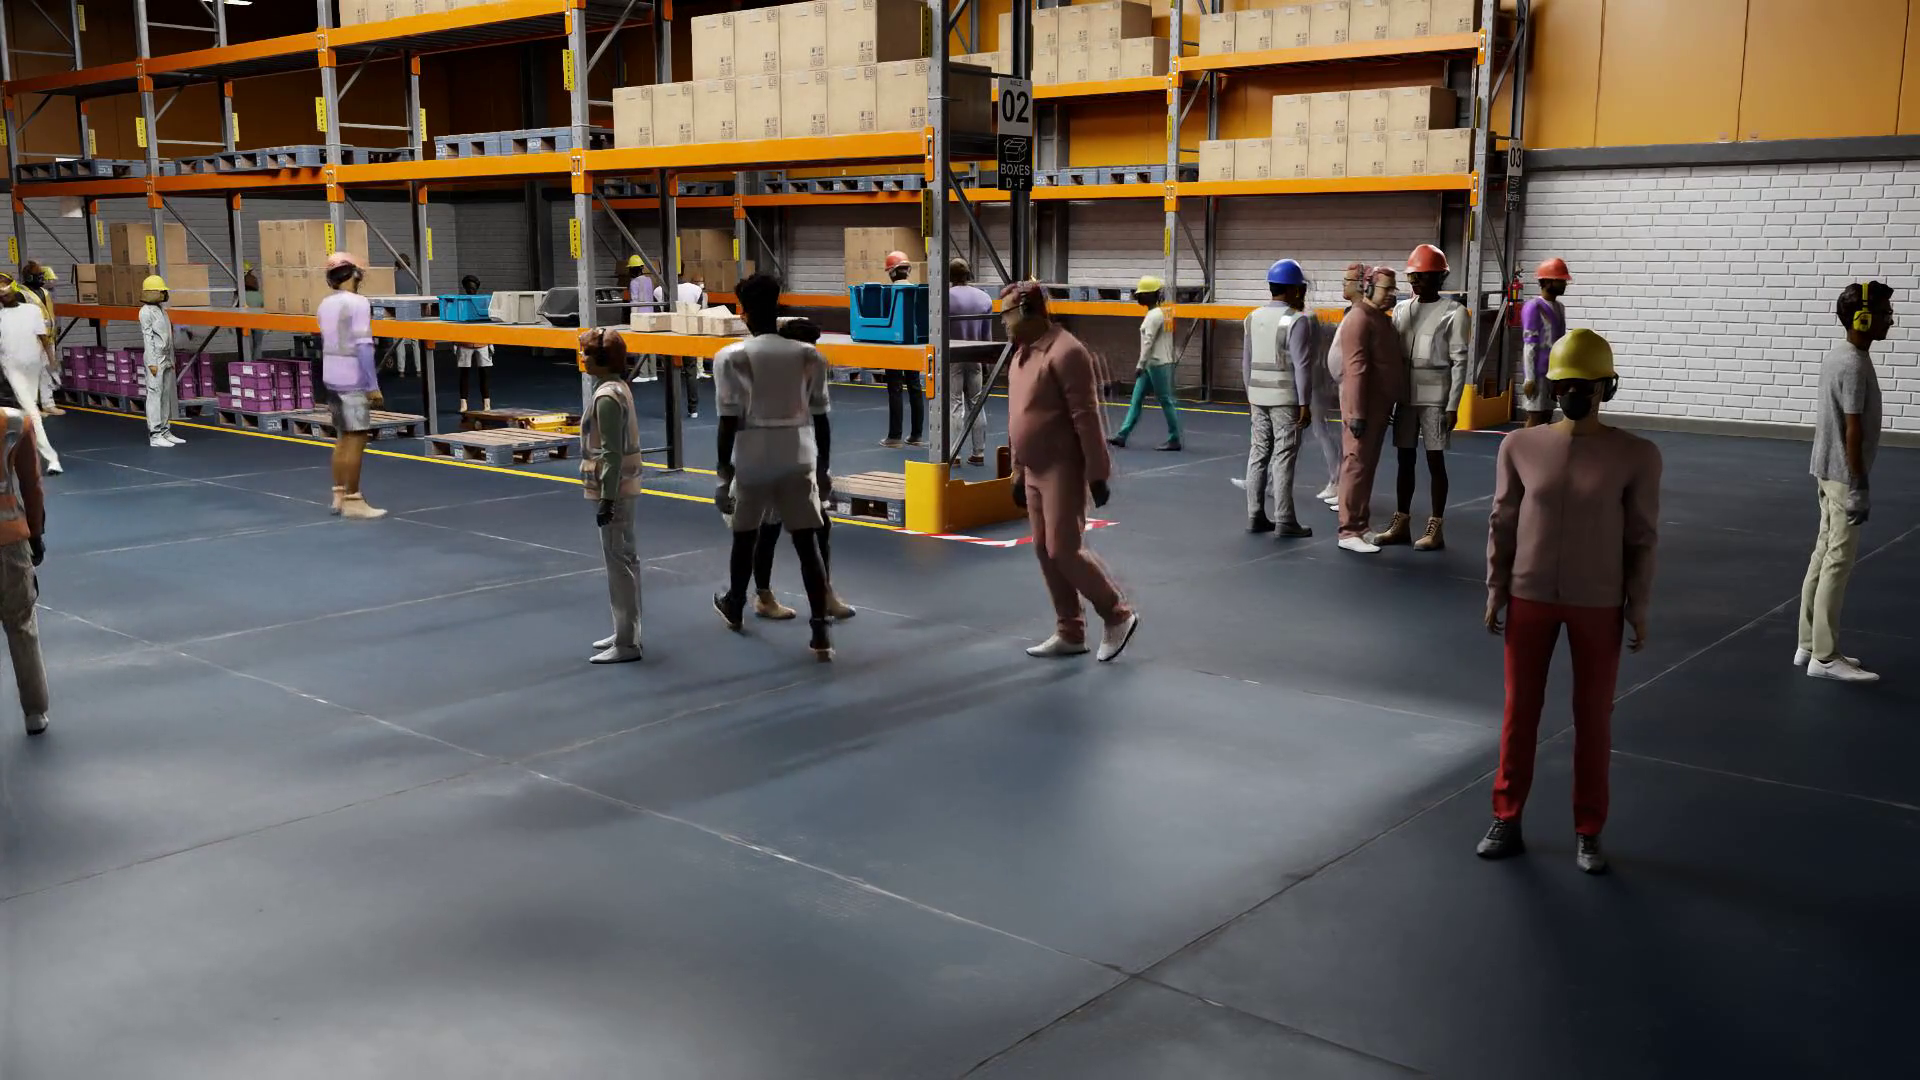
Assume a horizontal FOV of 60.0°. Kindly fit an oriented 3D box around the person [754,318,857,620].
[{"bbox_3d":[-0.863,-0.357,8.904,0.696,1.649,0.567,6,12,31],"label":"person"}]

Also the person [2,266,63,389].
[{"bbox_3d":[-12.957,-2.939,23.272,0.945,1.787,0.604,-3,10,-18],"label":"person"}]

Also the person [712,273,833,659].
[{"bbox_3d":[-0.968,-0.394,8.437,0.657,1.882,1.100,-4,11,-23],"label":"person"}]

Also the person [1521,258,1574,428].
[{"bbox_3d":[5.019,-1.431,14.233,0.572,1.934,0.404,-10,14,-44],"label":"person"}]

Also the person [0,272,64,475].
[{"bbox_3d":[-8.333,-1.465,14.821,0.855,1.810,0.529,6,12,32],"label":"person"}]

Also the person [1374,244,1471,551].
[{"bbox_3d":[3.101,-0.949,11.180,0.374,2.044,0.606,-8,13,-40],"label":"person"}]

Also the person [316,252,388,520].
[{"bbox_3d":[-4.583,-1.153,12.499,0.689,1.994,0.426,9,14,43],"label":"person"}]

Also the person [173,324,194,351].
[{"bbox_3d":[-10.996,-3.008,23.388,1.011,1.891,0.574,2,10,8],"label":"person"}]

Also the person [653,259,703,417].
[{"bbox_3d":[-3.354,-2.406,19.871,0.582,1.911,0.391,-2,10,-11],"label":"person"}]

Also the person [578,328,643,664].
[{"bbox_3d":[-1.706,-0.217,8.157,0.309,1.639,0.523,-1,10,-7],"label":"person"}]

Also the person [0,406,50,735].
[{"bbox_3d":[-4.006,0.021,6.795,0.514,1.644,0.307,-9,14,-42],"label":"person"}]

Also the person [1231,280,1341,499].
[{"bbox_3d":[2.722,-1.232,13.469,0.944,1.810,0.480,-1,10,-8],"label":"person"}]

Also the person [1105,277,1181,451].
[{"bbox_3d":[1.825,-1.743,16.581,0.865,1.724,0.542,0,10,0],"label":"person"}]

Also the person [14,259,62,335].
[{"bbox_3d":[-13.511,-3.163,24.275,0.791,1.873,0.681,10,14,43],"label":"person"}]

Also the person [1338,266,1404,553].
[{"bbox_3d":[2.767,-0.876,11.171,0.399,1.903,0.643,5,11,28],"label":"person"}]

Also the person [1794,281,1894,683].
[{"bbox_3d":[4.188,-0.274,7.833,0.328,1.870,0.510,3,10,14],"label":"person"}]

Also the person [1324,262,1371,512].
[{"bbox_3d":[3.039,-1.174,12.838,0.409,1.913,0.642,1,10,7],"label":"person"}]

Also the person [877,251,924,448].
[{"bbox_3d":[-0.601,-1.932,16.917,0.609,1.992,0.386,-7,12,-37],"label":"person"}]

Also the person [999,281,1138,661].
[{"bbox_3d":[0.497,-0.328,8.169,0.606,1.863,0.694,-4,11,-21],"label":"person"}]

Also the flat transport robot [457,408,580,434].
[{"bbox_3d":[-4.821,-1.298,18.205,1.431,0.197,0.652,8,13,40],"label":"flat transport robot"}]

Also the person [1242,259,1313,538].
[{"bbox_3d":[2.237,-0.988,11.670,0.388,1.947,0.614,-6,12,-32],"label":"person"}]

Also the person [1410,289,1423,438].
[{"bbox_3d":[4.963,-2.080,17.752,0.381,1.994,0.622,1,10,4],"label":"person"}]

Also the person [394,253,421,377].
[{"bbox_3d":[-8.724,-3.529,26.167,0.629,1.940,0.372,-4,11,-23],"label":"person"}]

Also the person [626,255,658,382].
[{"bbox_3d":[-4.840,-3.347,25.193,0.397,1.919,0.589,4,11,19],"label":"person"}]

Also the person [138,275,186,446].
[{"bbox_3d":[-8.201,-1.832,17.062,0.294,1.744,0.487,-1,10,-5],"label":"person"}]

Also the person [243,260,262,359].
[{"bbox_3d":[-11.703,-3.688,27.369,0.403,1.831,0.597,-5,11,-25],"label":"person"}]

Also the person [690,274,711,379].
[{"bbox_3d":[-4.079,-3.313,25.841,0.284,1.626,0.492,6,12,31],"label":"person"}]

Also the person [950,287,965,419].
[{"bbox_3d":[-0.156,-2.065,18.731,0.508,1.623,0.294,3,10,17],"label":"person"}]

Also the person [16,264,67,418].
[{"bbox_3d":[-11.076,-2.390,19.986,0.428,1.836,0.626,2,10,10],"label":"person"}]

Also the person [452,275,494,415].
[{"bbox_3d":[-5.943,-2.379,20.301,0.535,1.699,0.318,-3,11,-19],"label":"person"}]

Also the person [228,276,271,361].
[{"bbox_3d":[-11.064,-3.311,25.893,0.617,1.578,0.822,-4,11,-20],"label":"person"}]

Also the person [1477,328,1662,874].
[{"bbox_3d":[1.976,0.200,5.421,0.524,1.769,0.314,5,11,27],"label":"person"}]

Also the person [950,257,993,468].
[{"bbox_3d":[0.004,-1.626,15.337,0.628,1.936,0.375,-5,11,-27],"label":"person"}]
